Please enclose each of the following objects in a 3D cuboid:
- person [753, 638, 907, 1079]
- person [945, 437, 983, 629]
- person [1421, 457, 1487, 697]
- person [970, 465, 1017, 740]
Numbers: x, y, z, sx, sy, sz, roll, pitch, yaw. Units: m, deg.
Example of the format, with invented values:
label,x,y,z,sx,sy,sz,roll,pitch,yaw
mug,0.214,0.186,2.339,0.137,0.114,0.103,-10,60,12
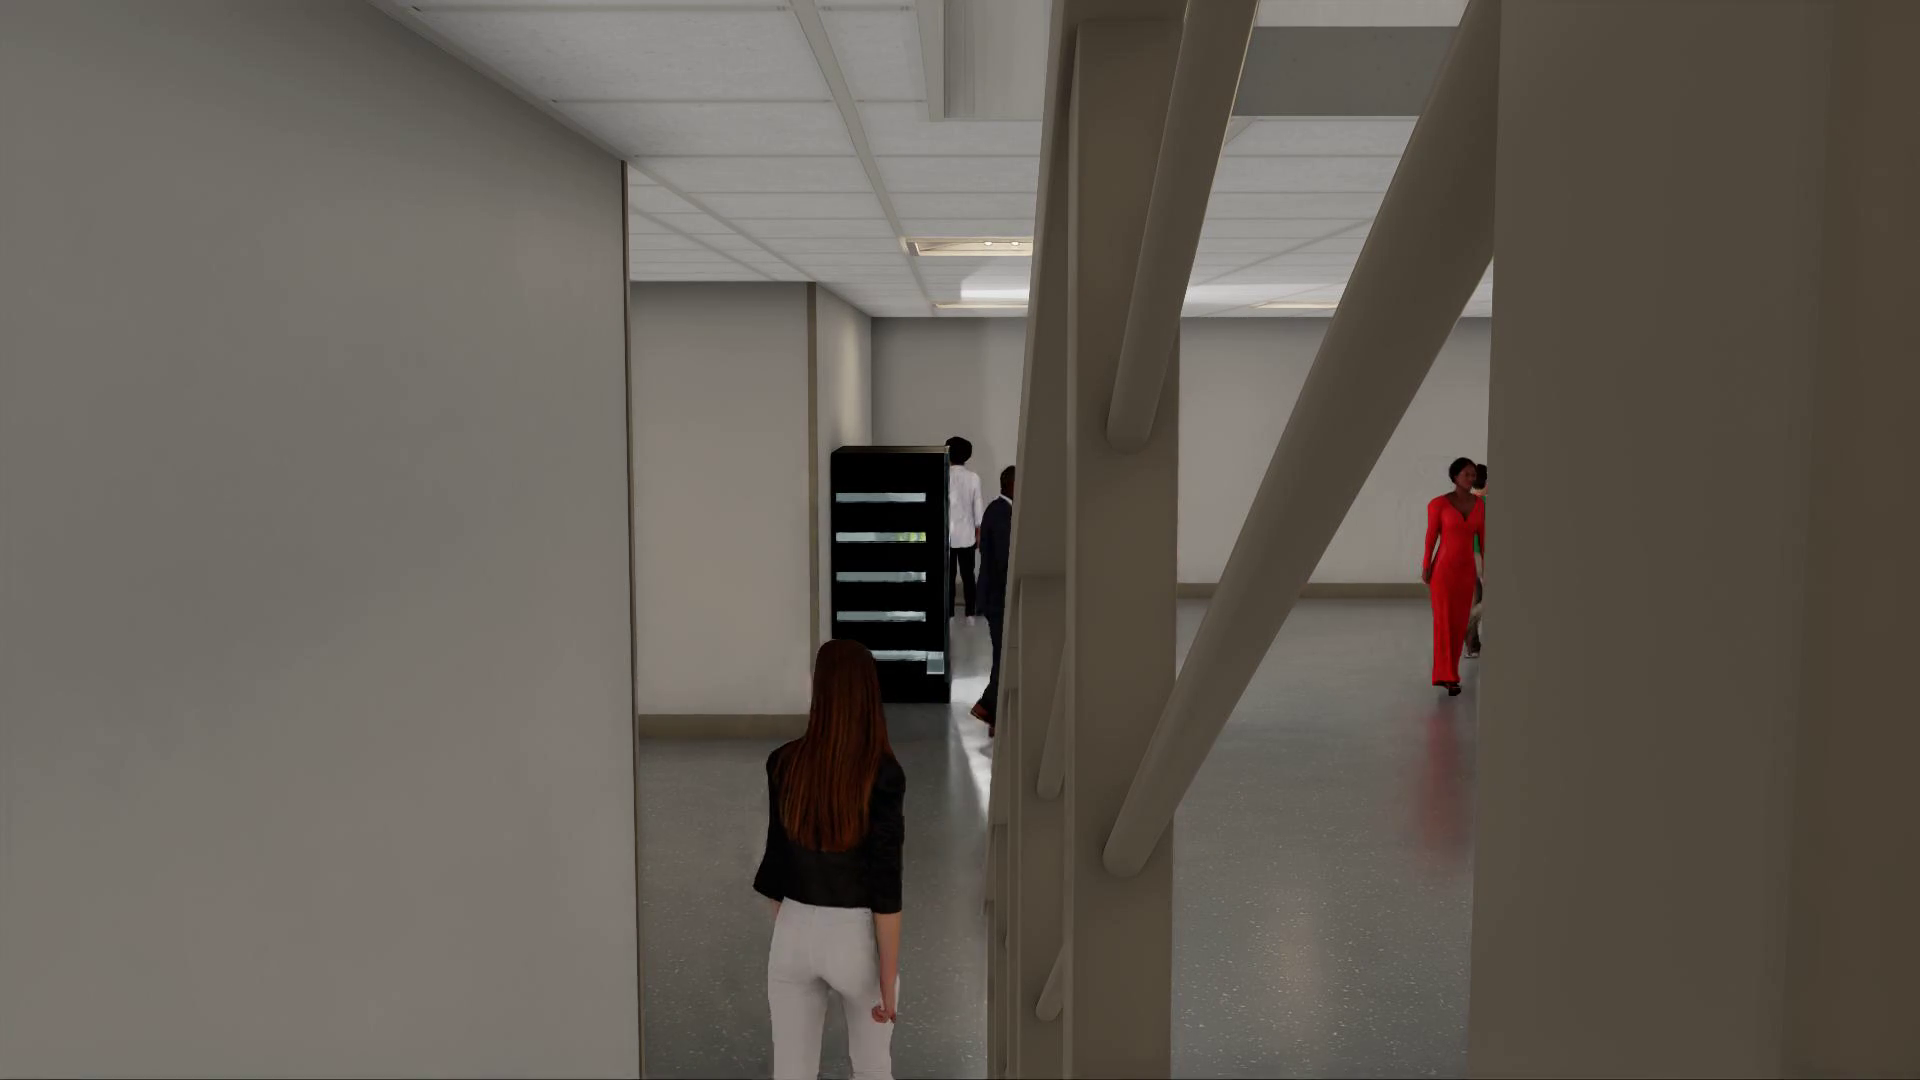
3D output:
label,x,y,z,sx,sy,sz,roll,pitch,yaw
person,-0.376,1.143,4.399,0.853,1.651,1.216,2,6,18
person,-0.023,-0.082,15.780,0.688,1.810,0.648,-1,6,-13
person,3.681,0.276,12.484,0.690,1.758,1.007,-1,6,-5
person,0.204,0.419,10.832,0.793,1.804,0.577,0,6,2
